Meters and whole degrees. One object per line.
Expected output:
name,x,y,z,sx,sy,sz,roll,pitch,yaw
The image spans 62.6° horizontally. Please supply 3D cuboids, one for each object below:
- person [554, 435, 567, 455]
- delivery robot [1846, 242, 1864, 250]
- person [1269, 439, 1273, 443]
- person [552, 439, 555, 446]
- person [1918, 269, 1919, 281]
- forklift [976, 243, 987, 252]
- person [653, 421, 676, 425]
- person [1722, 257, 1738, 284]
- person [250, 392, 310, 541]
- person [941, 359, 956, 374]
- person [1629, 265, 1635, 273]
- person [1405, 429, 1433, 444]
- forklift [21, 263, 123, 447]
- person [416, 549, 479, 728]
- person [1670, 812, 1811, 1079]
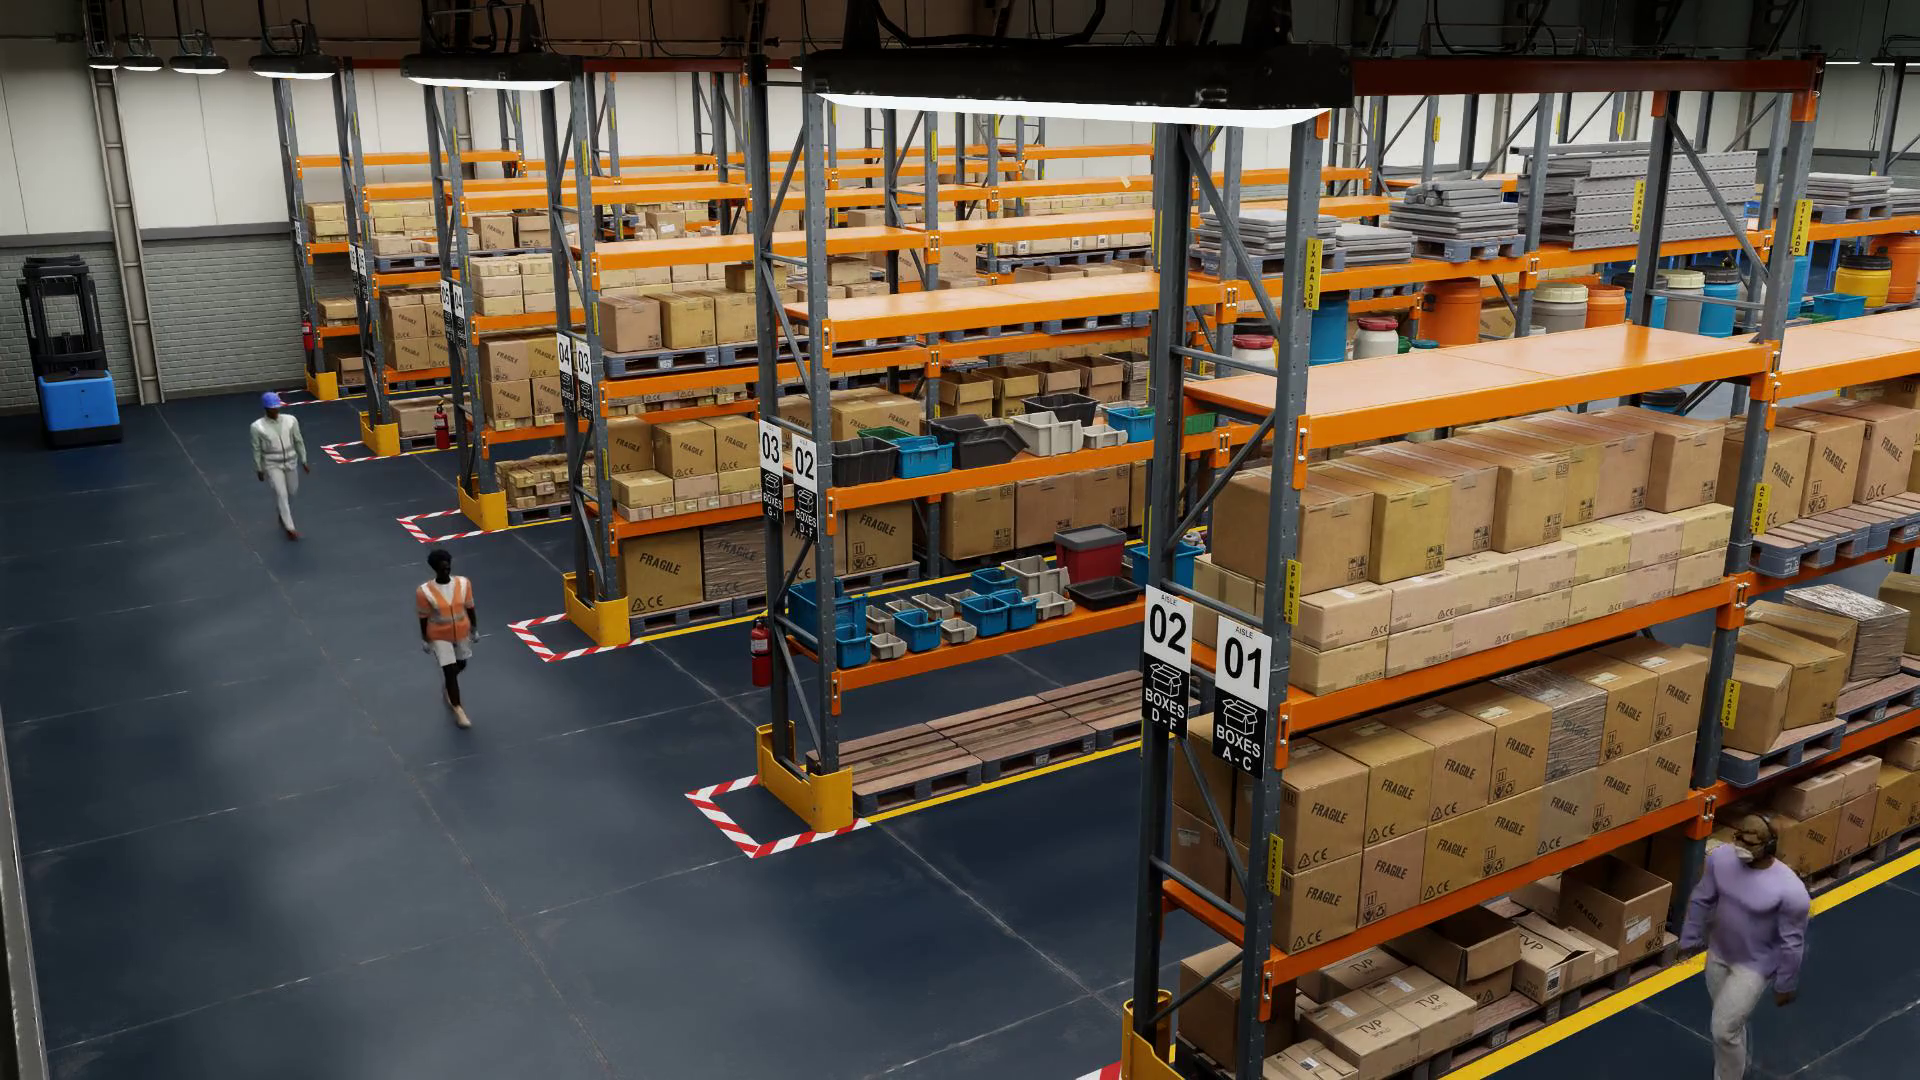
person,-5.793,-1.668,22.817,0.424,1.817,0.591,-12,21,-35
delivery robot,27.800,-9.106,48.795,0.335,0.223,0.698,-10,20,-30
person,4.513,-1.919,23.648,0.831,1.811,0.624,-8,19,-25
person,-5.929,-2.226,24.579,0.875,1.856,0.585,-3,17,-11
person,21.154,-5.459,35.034,0.651,1.942,1.047,15,23,41
forklift,0.988,-5.474,34.718,1.214,2.155,2.313,-10,20,-31
person,-4.512,-1.965,24.101,0.455,1.610,0.520,-12,21,-35
person,16.632,-5.222,34.362,0.513,1.876,0.328,7,18,22
person,-8.854,-1.009,20.488,0.615,1.922,0.892,-16,23,-41
person,-0.288,-1.666,22.441,0.492,2.027,0.618,-7,18,-21
person,14.373,-4.996,33.801,0.528,1.767,0.330,-12,21,-34
person,6.242,-1.374,21.608,0.847,1.960,0.640,-5,18,-16
forklift,-14.518,-3.079,25.708,1.129,2.768,1.873,-10,20,-31
person,-4.805,0.858,14.771,0.534,1.667,0.779,-14,22,-38
person,4.452,2.454,9.129,0.702,1.916,0.644,-6,18,-19
